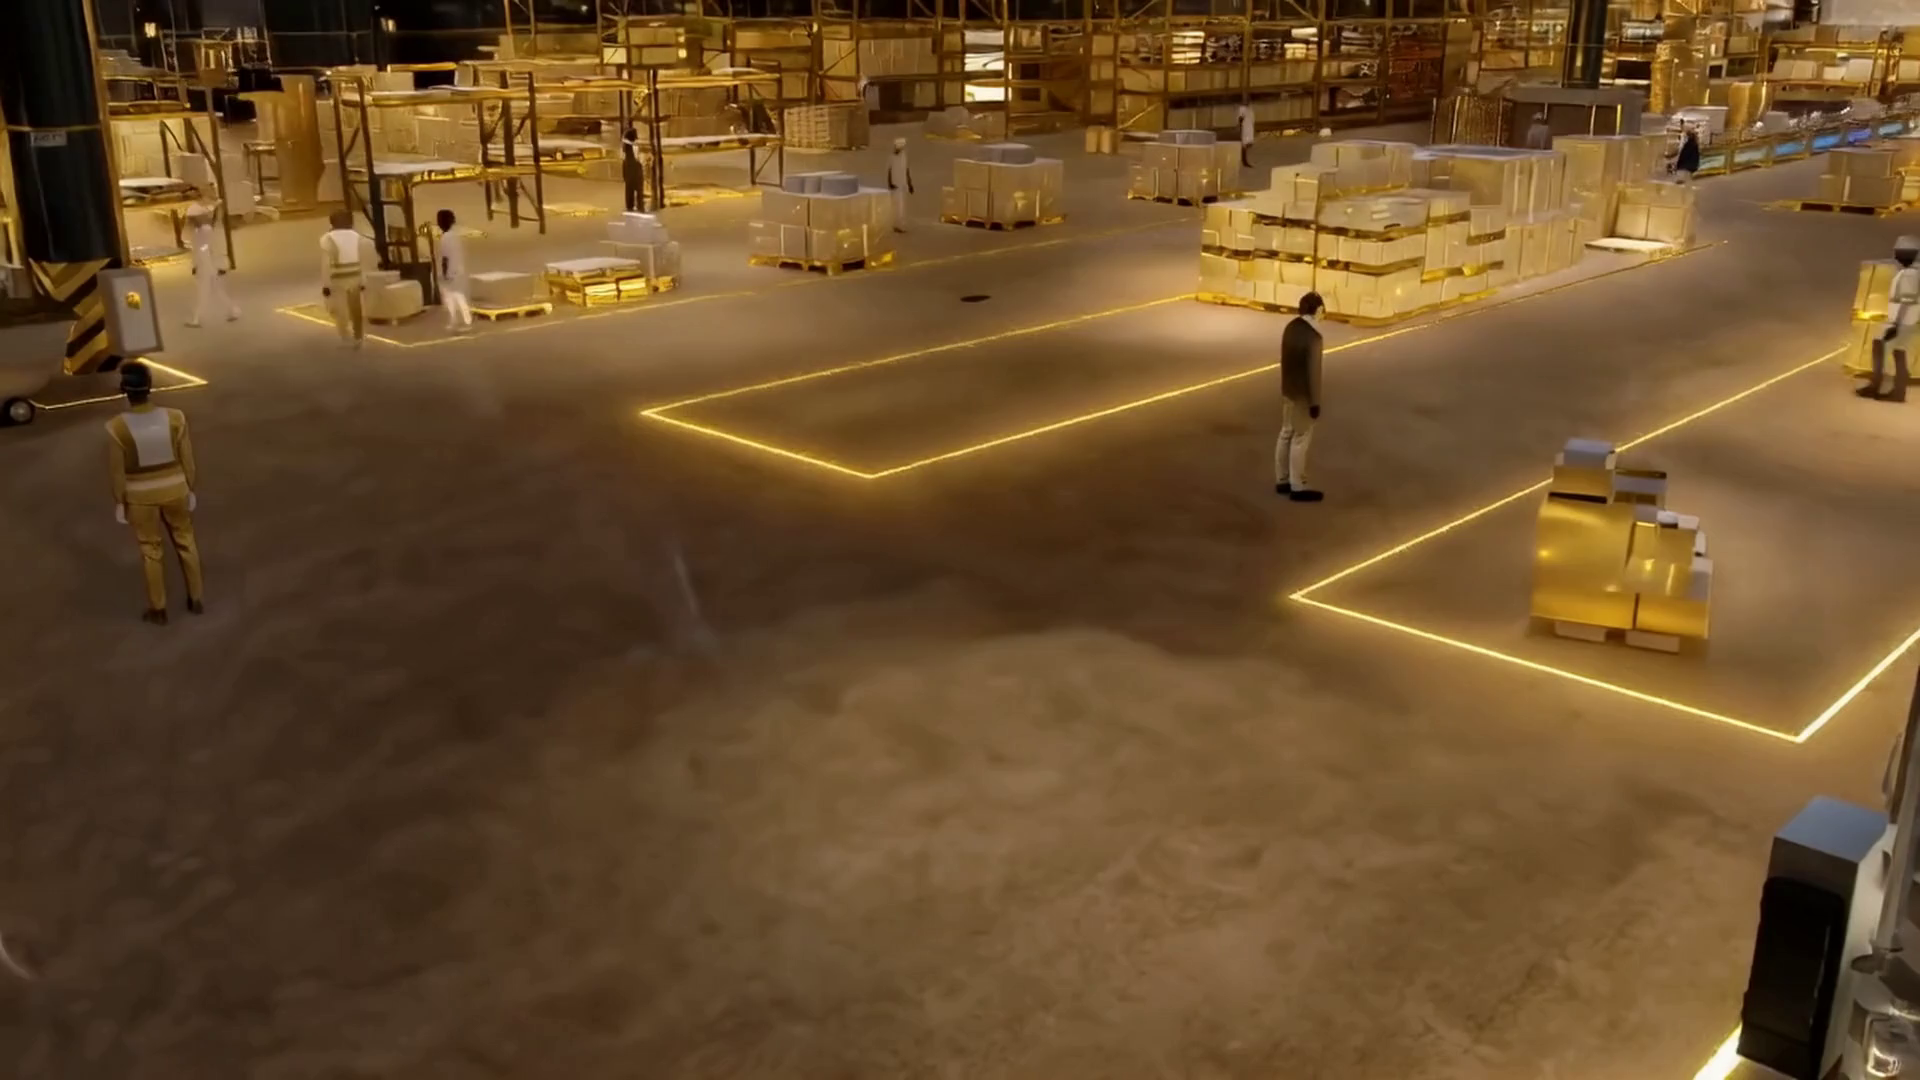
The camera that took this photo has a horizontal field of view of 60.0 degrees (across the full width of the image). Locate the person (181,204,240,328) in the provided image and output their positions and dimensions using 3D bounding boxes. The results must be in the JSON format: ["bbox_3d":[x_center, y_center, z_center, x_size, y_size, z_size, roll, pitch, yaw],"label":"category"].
[{"bbox_3d":[-10.537,-3.839,23.197,0.496,1.697,0.923,13,23,35],"label":"person"}]

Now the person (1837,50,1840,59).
[{"bbox_3d":[41.183,-22.277,78.307,0.402,1.987,0.608,13,22,33],"label":"person"}]

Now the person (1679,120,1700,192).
[{"bbox_3d":[14.778,-7.520,33.824,0.385,1.994,0.611,6,19,17],"label":"person"}]

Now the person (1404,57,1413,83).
[{"bbox_3d":[21.207,-22.187,78.573,0.311,1.636,0.523,17,25,42],"label":"person"}]

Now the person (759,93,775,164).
[{"bbox_3d":[-5.193,-11.032,44.597,0.331,1.874,0.519,7,19,19],"label":"person"}]

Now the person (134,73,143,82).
[{"bbox_3d":[-26.830,-14.476,54.957,0.355,1.896,0.705,11,21,31],"label":"person"}]

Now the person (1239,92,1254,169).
[{"bbox_3d":[7.476,-10.723,43.532,0.554,1.952,0.638,13,22,35],"label":"person"}]

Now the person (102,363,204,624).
[{"bbox_3d":[-5.930,-0.340,12.263,0.604,1.949,0.384,-17,25,-42],"label":"person"}]

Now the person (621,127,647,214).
[{"bbox_3d":[-6.662,-7.517,34.048,0.506,1.847,0.345,1,18,3],"label":"person"}]

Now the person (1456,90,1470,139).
[{"bbox_3d":[15.135,-12.682,49.941,0.566,1.637,0.642,14,23,36],"label":"person"}]

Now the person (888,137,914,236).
[{"bbox_3d":[-1.091,-6.732,31.694,0.662,1.846,0.521,13,22,34],"label":"person"}]

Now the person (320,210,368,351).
[{"bbox_3d":[-7.975,-3.353,21.539,0.492,1.818,0.651,17,25,41],"label":"person"}]

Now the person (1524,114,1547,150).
[{"bbox_3d":[13.526,-9.161,39.206,0.546,1.715,0.939,-8,20,-23],"label":"person"}]

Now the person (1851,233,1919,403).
[{"bbox_3d":[10.509,-2.503,18.825,0.678,1.915,0.580,6,19,16],"label":"person"}]

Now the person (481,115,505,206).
[{"bbox_3d":[-10.178,-8.222,36.054,0.391,1.920,0.587,-8,20,-23],"label":"person"}]

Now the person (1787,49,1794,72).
[{"bbox_3d":[41.569,-23.891,83.549,0.540,1.732,0.687,-13,23,-35],"label":"person"}]

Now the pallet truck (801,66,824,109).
[{"bbox_3d":[-4.812,-15.182,56.903,0.823,1.965,1.885,-9,21,-26],"label":"pallet truck"}]

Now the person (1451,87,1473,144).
[{"bbox_3d":[14.636,-12.279,48.493,0.623,1.792,0.932,15,23,37],"label":"person"}]

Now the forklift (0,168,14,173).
[{"bbox_3d":[-24.990,-10.578,41.652,1.129,2.768,1.873,17,25,41],"label":"forklift"}]

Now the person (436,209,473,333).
[{"bbox_3d":[-6.960,-3.657,22.667,0.569,1.674,0.552,-1,18,-4],"label":"person"}]

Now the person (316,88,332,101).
[{"bbox_3d":[-17.644,-11.586,46.230,0.633,1.887,1.003,-13,22,-34],"label":"person"}]

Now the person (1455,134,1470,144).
[{"bbox_3d":[9.249,-6.513,30.718,0.677,2.000,1.071,-9,20,-26],"label":"person"}]

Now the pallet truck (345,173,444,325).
[{"bbox_3d":[-8.209,-4.181,23.757,0.823,1.965,1.885,3,19,9],"label":"pallet truck"}]

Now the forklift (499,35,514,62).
[{"bbox_3d":[-17.217,-17.828,63.494,1.873,2.768,1.129,-8,20,-24],"label":"forklift"}]

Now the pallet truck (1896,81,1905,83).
[{"bbox_3d":[34.802,-16.331,61.455,0.653,1.274,1.630,17,25,41],"label":"pallet truck"}]

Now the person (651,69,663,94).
[{"bbox_3d":[-11.540,-17.125,63.365,0.523,1.606,0.808,2,18,5],"label":"person"}]

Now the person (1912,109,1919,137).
[{"bbox_3d":[26.067,-11.084,44.935,0.418,1.749,0.536,-15,23,-37],"label":"person"}]

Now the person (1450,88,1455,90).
[{"bbox_3d":[23.000,-22.001,77.544,0.373,1.937,0.630,7,19,19],"label":"person"}]

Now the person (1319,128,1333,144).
[{"bbox_3d":[7.165,-7.116,32.724,0.558,1.927,0.381,-4,19,-11],"label":"person"}]

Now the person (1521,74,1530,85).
[{"bbox_3d":[20.138,-15.797,59.344,0.518,1.617,0.366,-17,25,-41],"label":"person"}]

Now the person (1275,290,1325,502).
[{"bbox_3d":[3.130,-1.323,15.251,0.373,1.933,0.627,-4,19,-12],"label":"person"}]

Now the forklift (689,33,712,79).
[{"bbox_3d":[-10.322,-18.852,66.579,1.873,2.768,1.129,17,25,41],"label":"forklift"}]

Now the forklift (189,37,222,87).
[{"bbox_3d":[-27.337,-16.864,60.591,1.873,2.768,1.129,17,25,41],"label":"forklift"}]

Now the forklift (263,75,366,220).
[{"bbox_3d":[-13.481,-8.134,34.288,1.129,2.768,1.873,17,25,41],"label":"forklift"}]

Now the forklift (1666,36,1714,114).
[{"bbox_3d":[27.341,-17.291,61.877,1.129,2.768,1.873,17,25,41],"label":"forklift"}]

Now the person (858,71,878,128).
[{"bbox_3d":[-3.192,-14.782,55.884,0.915,1.888,0.602,-14,23,-37],"label":"person"}]

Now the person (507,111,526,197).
[{"bbox_3d":[-10.064,-8.743,37.684,0.356,1.883,0.572,-2,18,-7],"label":"person"}]

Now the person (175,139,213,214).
[{"bbox_3d":[-14.190,-6.445,30.740,0.770,1.899,0.610,12,22,32],"label":"person"}]

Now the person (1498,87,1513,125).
[{"bbox_3d":[16.589,-12.900,50.512,0.542,1.673,0.608,14,23,35],"label":"person"}]
